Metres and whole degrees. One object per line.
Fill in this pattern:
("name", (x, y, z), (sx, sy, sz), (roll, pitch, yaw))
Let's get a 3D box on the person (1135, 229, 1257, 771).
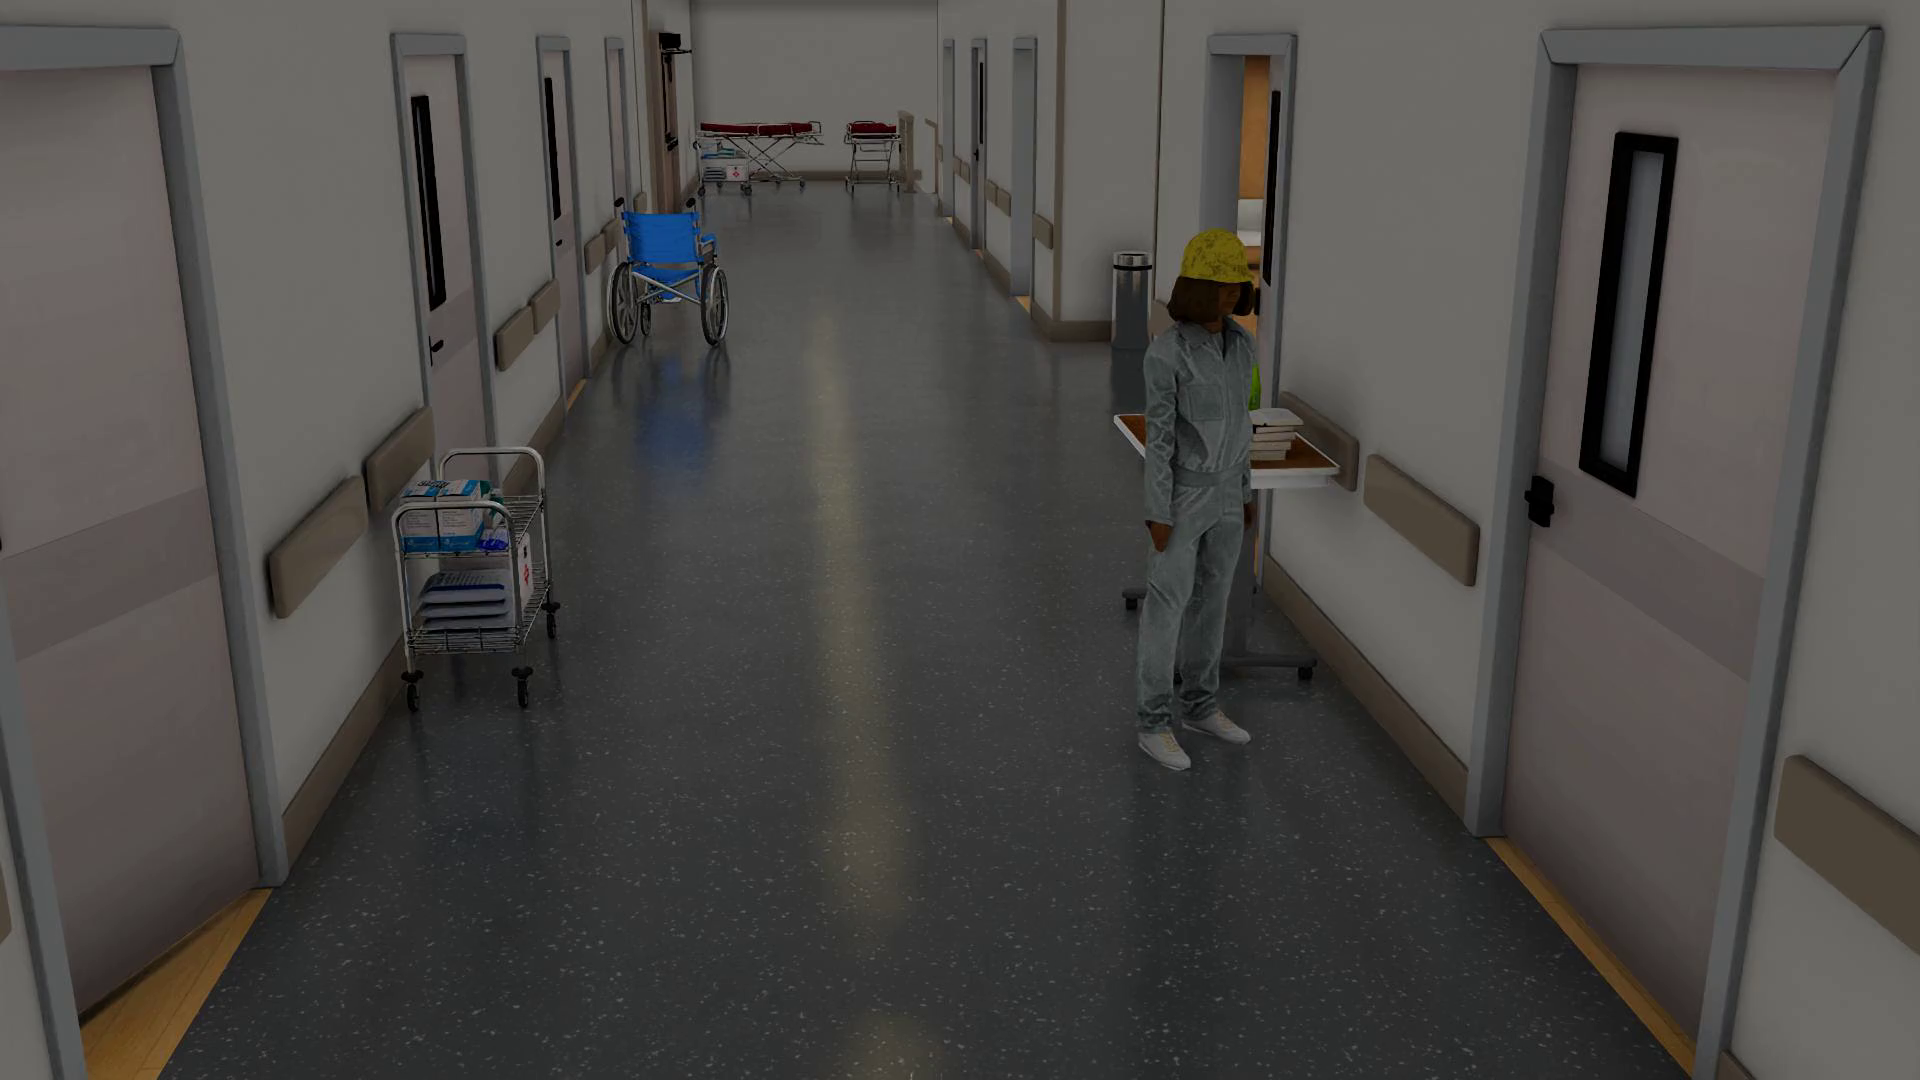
("person", (0.792, -0.127, 5.384), (0.493, 1.743, 0.296), (-14, 22, -40))
